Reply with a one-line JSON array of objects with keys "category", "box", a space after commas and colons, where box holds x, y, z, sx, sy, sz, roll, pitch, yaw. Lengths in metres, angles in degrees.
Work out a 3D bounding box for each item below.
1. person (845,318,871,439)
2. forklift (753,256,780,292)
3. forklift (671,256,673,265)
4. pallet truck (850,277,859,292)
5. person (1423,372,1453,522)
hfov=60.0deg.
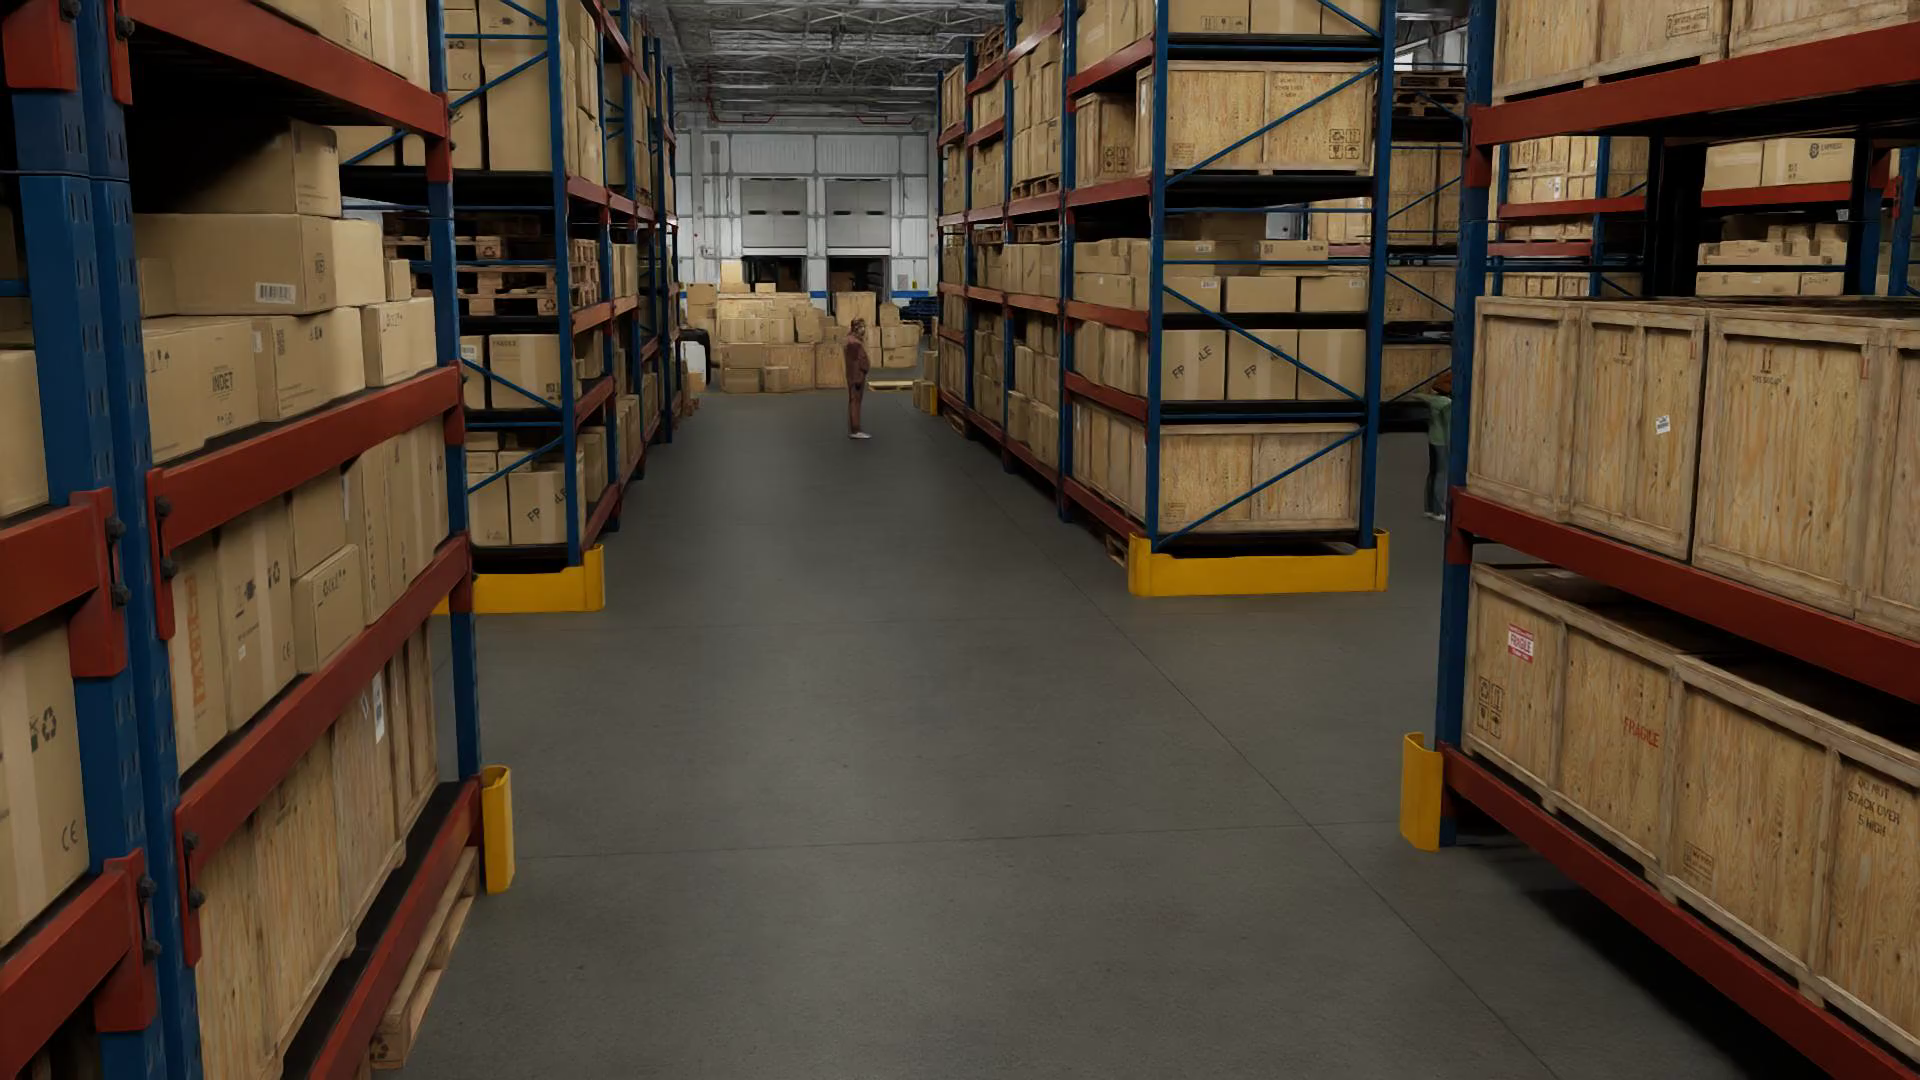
[{"category": "person", "box": [-1.607, -2.546, 26.219, 0.403, 1.906, 0.651, -1, 10, -7]}, {"category": "forklift", "box": [-7.116, -9.078, 61.416, 1.129, 2.768, 1.873, -6, 12, -33]}, {"category": "forklift", "box": [-10.987, -9.066, 61.344, 1.129, 2.768, 1.873, -1, 10, -7]}, {"category": "pallet truck", "box": [-3.782, -9.391, 65.808, 1.885, 1.965, 0.823, 2, 10, 10]}, {"category": "person", "box": [5.245, -1.016, 18.103, 0.266, 1.631, 0.507, -1, 10, -7]}]
